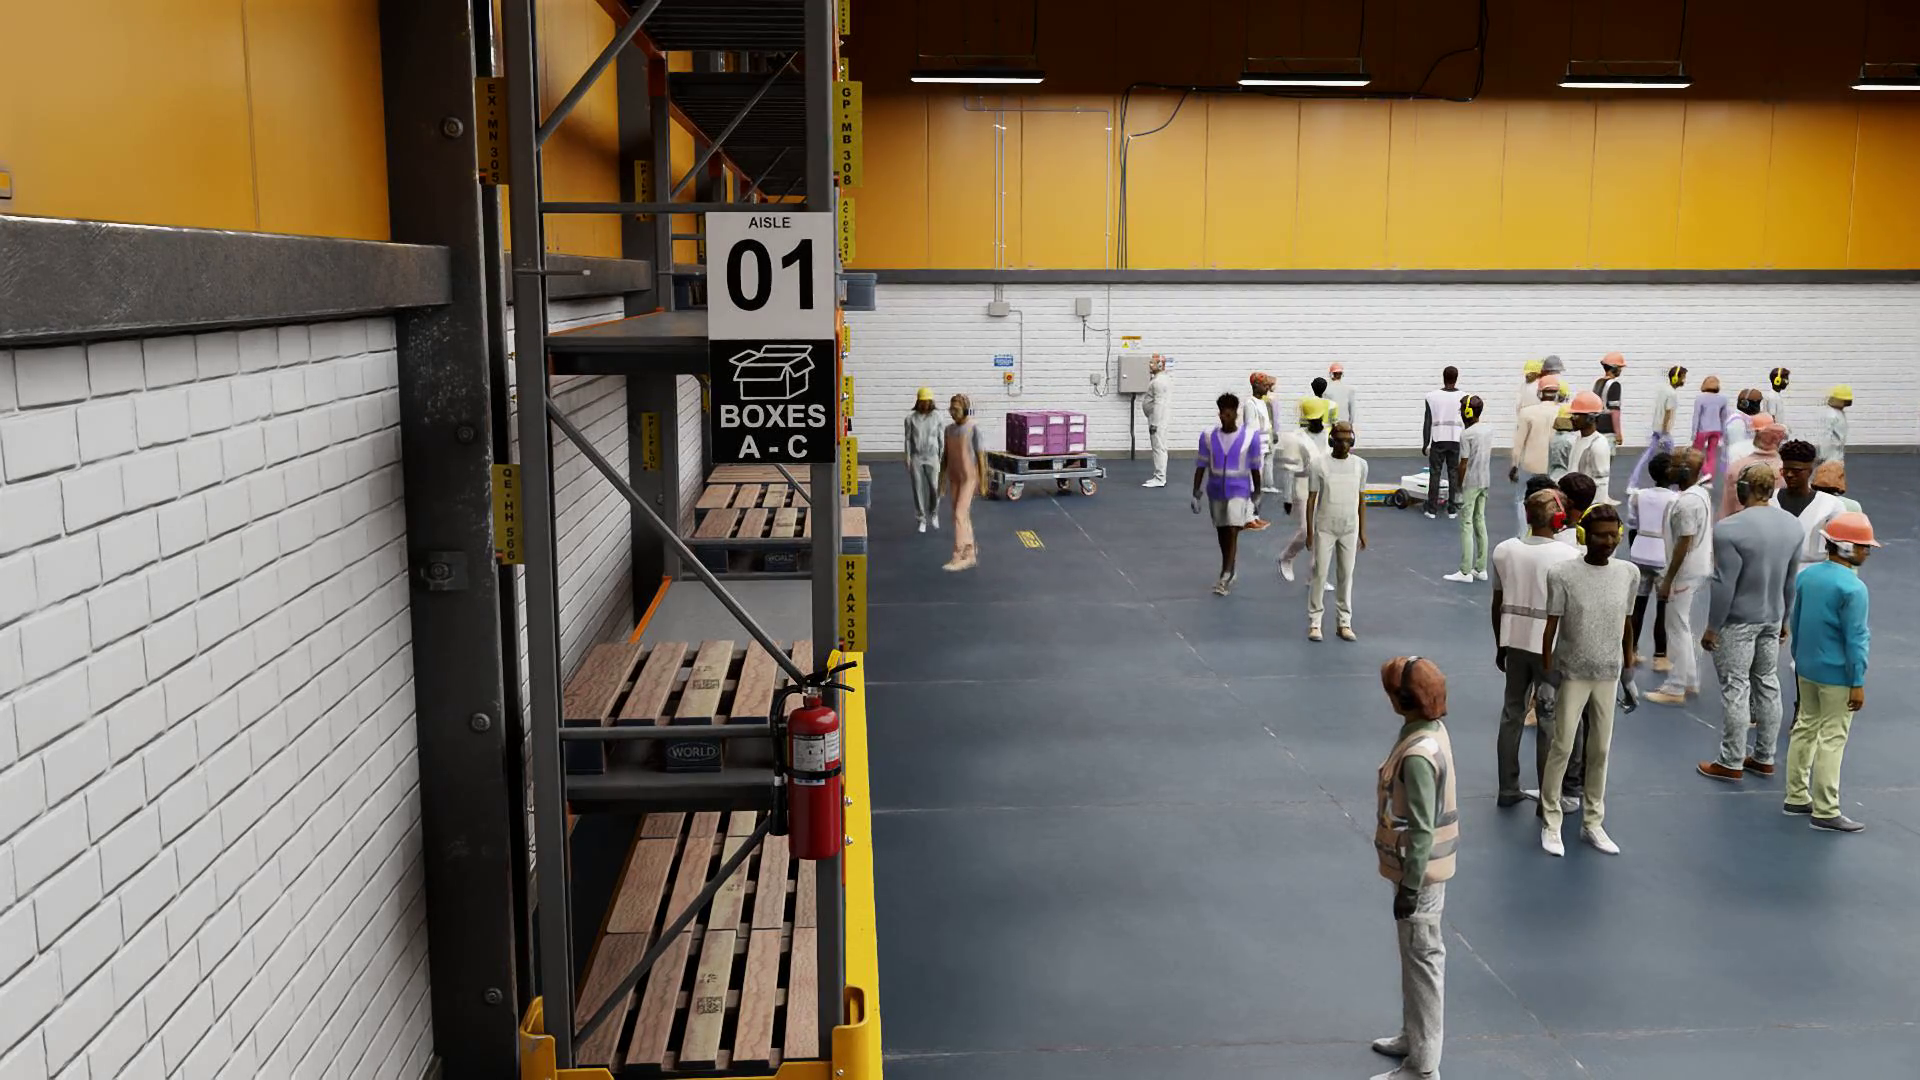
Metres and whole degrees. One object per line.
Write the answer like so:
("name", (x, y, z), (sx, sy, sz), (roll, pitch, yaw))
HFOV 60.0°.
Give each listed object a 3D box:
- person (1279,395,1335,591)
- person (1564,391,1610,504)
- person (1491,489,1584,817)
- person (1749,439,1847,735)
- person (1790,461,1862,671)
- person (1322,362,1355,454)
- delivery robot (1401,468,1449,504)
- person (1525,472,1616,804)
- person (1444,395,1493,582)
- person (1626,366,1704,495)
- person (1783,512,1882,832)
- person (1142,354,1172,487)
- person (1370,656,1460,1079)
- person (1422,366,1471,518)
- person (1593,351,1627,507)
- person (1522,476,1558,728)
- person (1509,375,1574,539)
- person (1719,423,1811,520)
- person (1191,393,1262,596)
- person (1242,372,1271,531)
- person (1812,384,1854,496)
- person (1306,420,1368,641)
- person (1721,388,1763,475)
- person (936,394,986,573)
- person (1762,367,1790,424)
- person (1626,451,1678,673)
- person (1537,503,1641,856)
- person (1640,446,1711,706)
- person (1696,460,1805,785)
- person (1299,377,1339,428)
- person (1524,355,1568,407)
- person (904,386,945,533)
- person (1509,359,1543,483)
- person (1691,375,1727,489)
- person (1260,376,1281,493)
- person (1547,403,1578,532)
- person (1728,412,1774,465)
("person", (3.368, -0.457, 16.032), (0.613, 1.898, 0.524), (-5, 10, -29))
("person", (5.353, -0.254, 14.299), (0.394, 2.044, 0.609), (1, 9, 4))
("person", (3.240, 0.631, 9.359), (0.388, 1.848, 0.564), (-7, 12, -38))
("person", (5.492, 0.308, 11.012), (0.616, 1.964, 0.361), (8, 12, 40))
("person", (6.565, 0.210, 12.670), (0.504, 1.632, 0.269), (7, 11, 37))
("person", (5.578, -1.767, 24.715), (0.573, 1.746, 0.347), (-2, 9, -11))
("delivery robot", (6.002, -0.687, 21.386), (0.477, 0.478, 0.707), (-3, 10, -21))
("person", (3.523, 0.568, 9.533), (0.588, 1.920, 0.398), (-8, 12, -41))
("person", (5.064, -0.506, 16.472), (0.509, 1.860, 0.334), (-7, 12, -39))
("person", (9.671, -1.475, 22.763), (1.001, 1.796, 0.624), (1, 9, 7))
("person", (4.811, 0.712, 9.151), (0.337, 1.747, 0.573), (-1, 9, -4))
("person", (2.820, -1.713, 23.884), (0.409, 1.910, 0.651), (2, 9, 15))
("person", (1.697, 1.237, 6.212), (0.314, 1.636, 0.517), (3, 10, 18))
("person", (6.086, -1.215, 20.783), (0.594, 1.908, 0.403), (1, 9, 6))
("person", (8.538, -1.459, 21.903), (0.403, 2.040, 0.610), (0, 9, -2))
("person", (3.884, 0.413, 11.198), (0.316, 1.695, 0.542), (3, 9, 17))
("person", (6.227, -0.778, 17.837), (0.679, 1.972, 0.482), (0, 9, -1))
("person", (6.410, 0.011, 13.187), (0.802, 1.868, 0.652), (-8, 12, -40))
("person", (2.564, -0.459, 16.012), (0.639, 1.913, 1.006), (4, 10, 25))
("person", (3.538, -1.058, 19.865), (0.344, 1.878, 0.585), (4, 10, 22))
("person", (10.602, -1.049, 20.321), (0.527, 1.723, 0.499), (8, 12, 42))
("person", (3.123, -0.075, 13.799), (0.517, 1.844, 0.326), (-1, 9, -5))
("person", (8.353, -0.700, 17.756), (0.429, 1.837, 0.621), (5, 10, 29))
("person", (-0.060, -0.573, 16.999), (0.523, 1.819, 0.746), (9, 13, 44))
("person", (10.380, -1.266, 21.211), (0.328, 1.868, 0.509), (4, 10, 23))
("person", (5.344, 0.166, 12.752), (0.319, 1.696, 0.540), (-5, 11, -31))
("person", (3.292, 0.725, 8.696), (0.532, 1.871, 0.311), (-1, 9, -4))
("person", (5.071, 0.257, 11.747), (0.391, 1.839, 0.530), (5, 10, 30))
("person", (4.716, 0.492, 9.945), (0.636, 1.938, 0.354), (-3, 10, -20))
("person", (4.722, -1.299, 21.951), (0.532, 1.696, 0.318), (0, 9, 1))
("person", (7.675, -1.402, 21.520), (0.694, 2.000, 0.968), (-4, 10, -25))
("person", (-0.418, -0.942, 19.580), (0.482, 1.733, 0.380), (0, 9, -2))
("person", (8.251, -1.700, 24.064), (0.403, 1.826, 0.588), (-3, 10, -19))
("person", (10.640, -1.533, 23.660), (0.520, 1.616, 0.344), (-1, 9, -5))
("person", (4.266, -1.474, 23.236), (0.315, 1.636, 0.514), (-5, 10, -30))
("person", (6.151, -0.521, 16.919), (0.296, 1.744, 0.486), (-2, 9, -13))
("person", (7.800, -0.422, 16.375), (0.561, 1.717, 0.826), (1, 9, 7))
